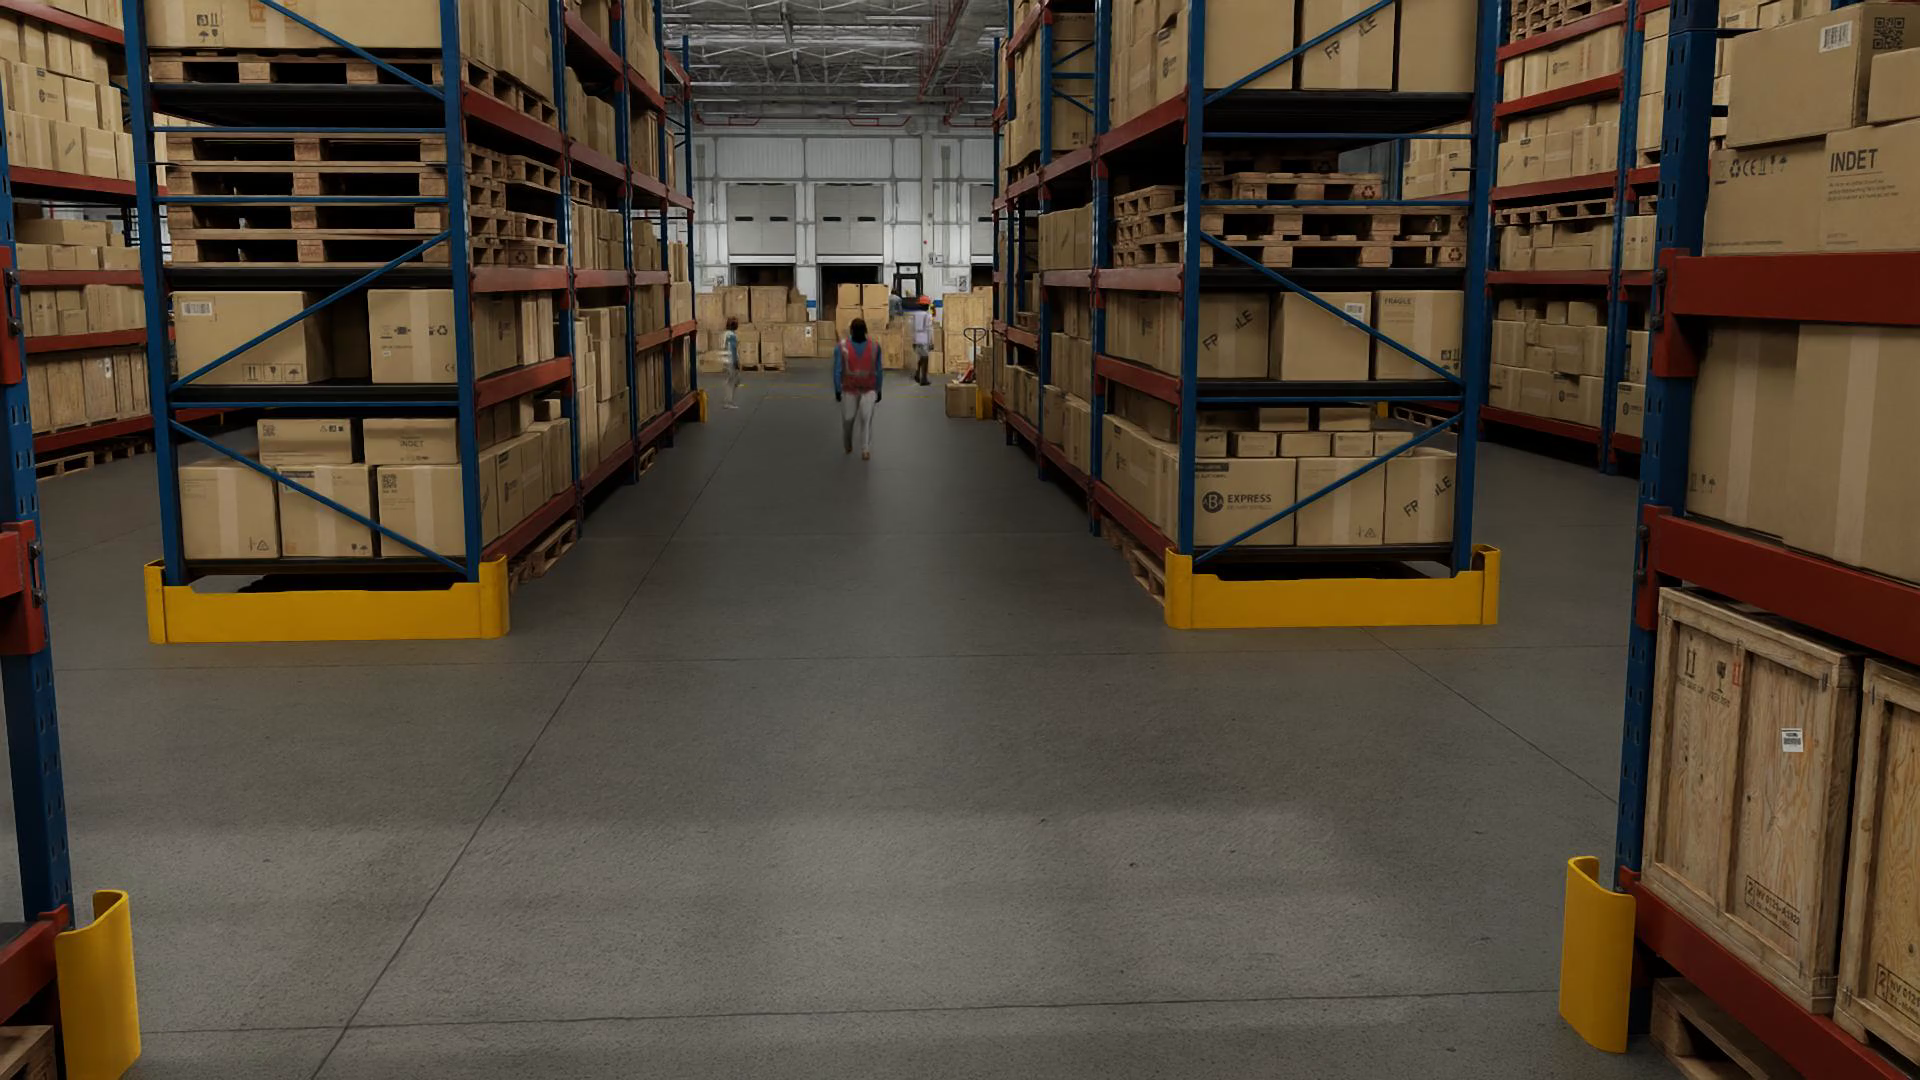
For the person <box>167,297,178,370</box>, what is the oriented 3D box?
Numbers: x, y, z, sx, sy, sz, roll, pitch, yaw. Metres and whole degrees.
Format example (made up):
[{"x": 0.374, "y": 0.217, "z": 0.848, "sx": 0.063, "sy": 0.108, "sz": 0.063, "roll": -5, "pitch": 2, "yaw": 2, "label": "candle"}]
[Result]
[{"x": -17.989, "y": -4.612, "z": 38.036, "sx": 0.529, "sy": 1.849, "sz": 0.703, "roll": 8, "pitch": 12, "yaw": 40, "label": "person"}]

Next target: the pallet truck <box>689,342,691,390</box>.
[{"x": -5.225, "y": -3.008, "z": 27.480, "sx": 1.885, "sy": 1.965, "sz": 0.823, "roll": 2, "pitch": 9, "yaw": 14, "label": "pallet truck"}]

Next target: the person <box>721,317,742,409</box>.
[{"x": -4.033, "y": -3.127, "z": 29.409, "sx": 0.394, "sy": 1.627, "sz": 0.533, "roll": -2, "pitch": 9, "yaw": -13, "label": "person"}]

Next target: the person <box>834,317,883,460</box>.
[{"x": -1.299, "y": -1.944, "z": 21.350, "sx": 0.631, "sy": 1.830, "sz": 0.529, "roll": -2, "pitch": 9, "yaw": -10, "label": "person"}]

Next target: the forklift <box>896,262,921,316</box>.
[{"x": -1.879, "y": -8.772, "z": 60.913, "sx": 1.129, "sy": 2.768, "sz": 1.873, "roll": -1, "pitch": 9, "yaw": -4, "label": "forklift"}]

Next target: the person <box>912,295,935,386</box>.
[{"x": -0.754, "y": -4.258, "z": 35.541, "sx": 0.554, "sy": 1.922, "sz": 0.402, "roll": 8, "pitch": 12, "yaw": 41, "label": "person"}]

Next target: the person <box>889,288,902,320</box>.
[{"x": -2.304, "y": -7.828, "z": 57.978, "sx": 0.634, "sy": 1.929, "sz": 0.381, "roll": 3, "pitch": 10, "yaw": 21, "label": "person"}]
